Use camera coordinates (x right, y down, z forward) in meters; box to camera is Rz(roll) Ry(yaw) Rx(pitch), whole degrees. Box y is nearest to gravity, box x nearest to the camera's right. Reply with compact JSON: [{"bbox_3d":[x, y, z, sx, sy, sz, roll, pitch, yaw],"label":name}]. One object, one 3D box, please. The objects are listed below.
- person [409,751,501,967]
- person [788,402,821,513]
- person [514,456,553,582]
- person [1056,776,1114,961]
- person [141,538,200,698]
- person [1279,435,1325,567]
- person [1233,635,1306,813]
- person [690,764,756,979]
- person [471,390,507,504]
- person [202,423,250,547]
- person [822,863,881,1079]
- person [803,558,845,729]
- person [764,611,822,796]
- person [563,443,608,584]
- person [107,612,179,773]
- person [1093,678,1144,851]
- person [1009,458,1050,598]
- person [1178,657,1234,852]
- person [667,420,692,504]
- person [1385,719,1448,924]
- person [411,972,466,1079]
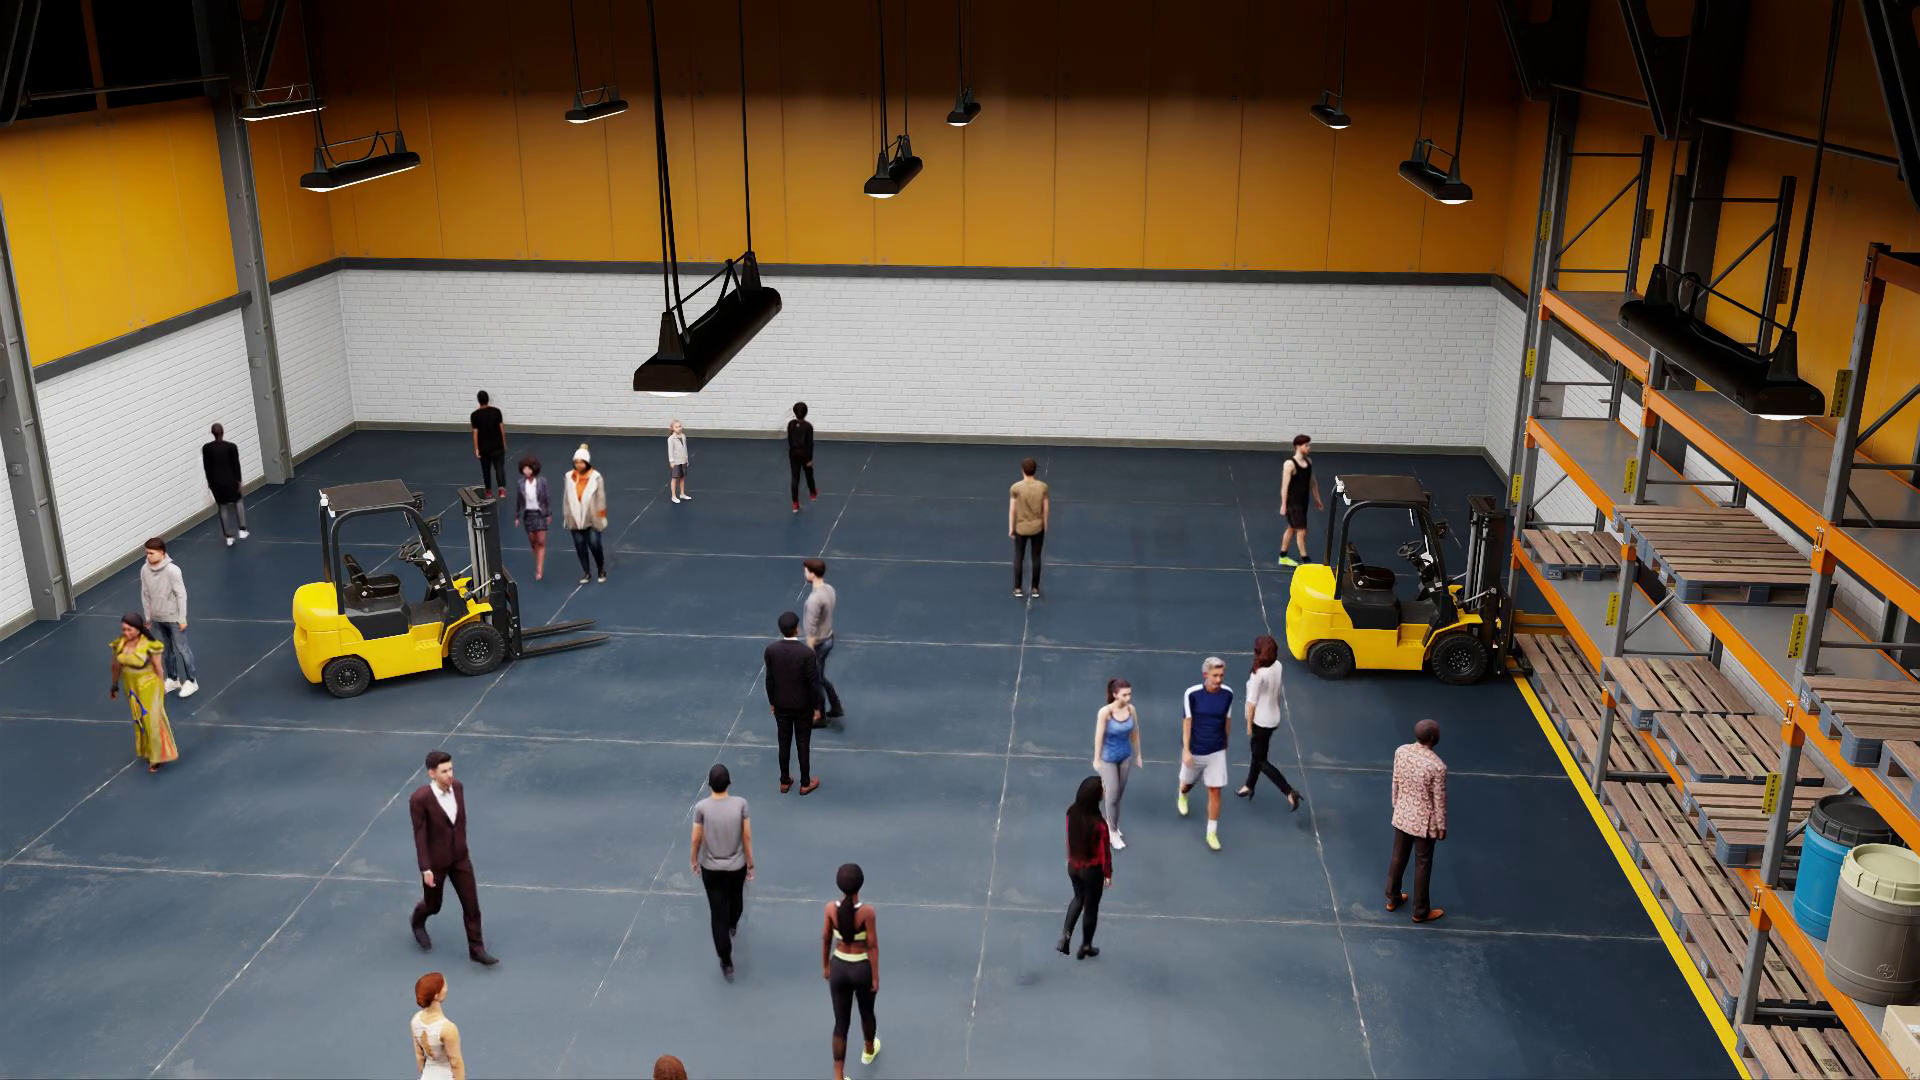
[{"bbox_3d":[-4.218,2.545,13.407,1.166,1.850,1.223,15,24,37],"label":"person"},{"bbox_3d":[-2.420,-1.213,24.908,0.709,1.632,1.082,5,19,13],"label":"person"},{"bbox_3d":[-5.650,-0.307,22.154,0.656,1.673,0.947,0,19,1],"label":"person"},{"bbox_3d":[0.962,2.674,13.337,0.834,1.649,0.773,-17,25,-41],"label":"person"},{"bbox_3d":[-8.780,0.840,18.467,0.707,1.851,0.615,4,19,13],"label":"person"},{"bbox_3d":[4.489,-0.522,22.485,1.059,1.868,1.036,16,24,39],"label":"person"},{"bbox_3d":[2.965,1.786,15.789,1.068,1.769,1.073,17,25,40],"label":"person"},{"bbox_3d":[-1.884,2.658,13.294,0.923,1.707,1.217,-5,19,-15],"label":"person"},{"bbox_3d":[-7.121,-1.404,25.313,0.909,1.735,1.178,-6,19,-17],"label":"person"},{"bbox_3d":[-10.374,-0.769,23.407,0.781,1.748,0.843,-5,19,-15],"label":"person"},{"bbox_3d":[-0.797,3.142,11.823,0.648,1.729,0.994,3,19,10],"label":"person"},{"bbox_3d":[-1.474,1.106,17.604,0.801,1.898,0.702,5,19,14],"label":"person"},{"bbox_3d":[-1.632,1.582,16.214,0.728,1.883,0.602,4,19,13],"label":"person"},{"bbox_3d":[-4.928,-0.364,21.992,0.688,1.883,0.627,1,19,4],"label":"person"},{"bbox_3d":[-8.279,1.472,16.920,0.796,1.641,0.834,2,19,6],"label":"person"},{"bbox_3d":[1.405,2.007,15.399,0.783,1.599,0.861,-10,21,-27],"label":"person"},{"bbox_3d":[0.906,-0.153,21.423,0.698,1.847,0.643,-1,19,-2],"label":"person"},{"bbox_3d":[2.232,1.900,15.381,0.778,1.813,1.167,-2,19,-7],"label":"person"},{"bbox_3d":[-4.327,-1.227,25.507,0.659,1.276,0.586,15,24,37],"label":"person"},{"bbox_3d":[3.864,2.349,14.053,0.833,1.808,0.764,-14,23,-36],"label":"person"},{"bbox_3d":[-3.379,3.567,10.714,0.743,1.632,0.840,12,22,31],"label":"person"}]
